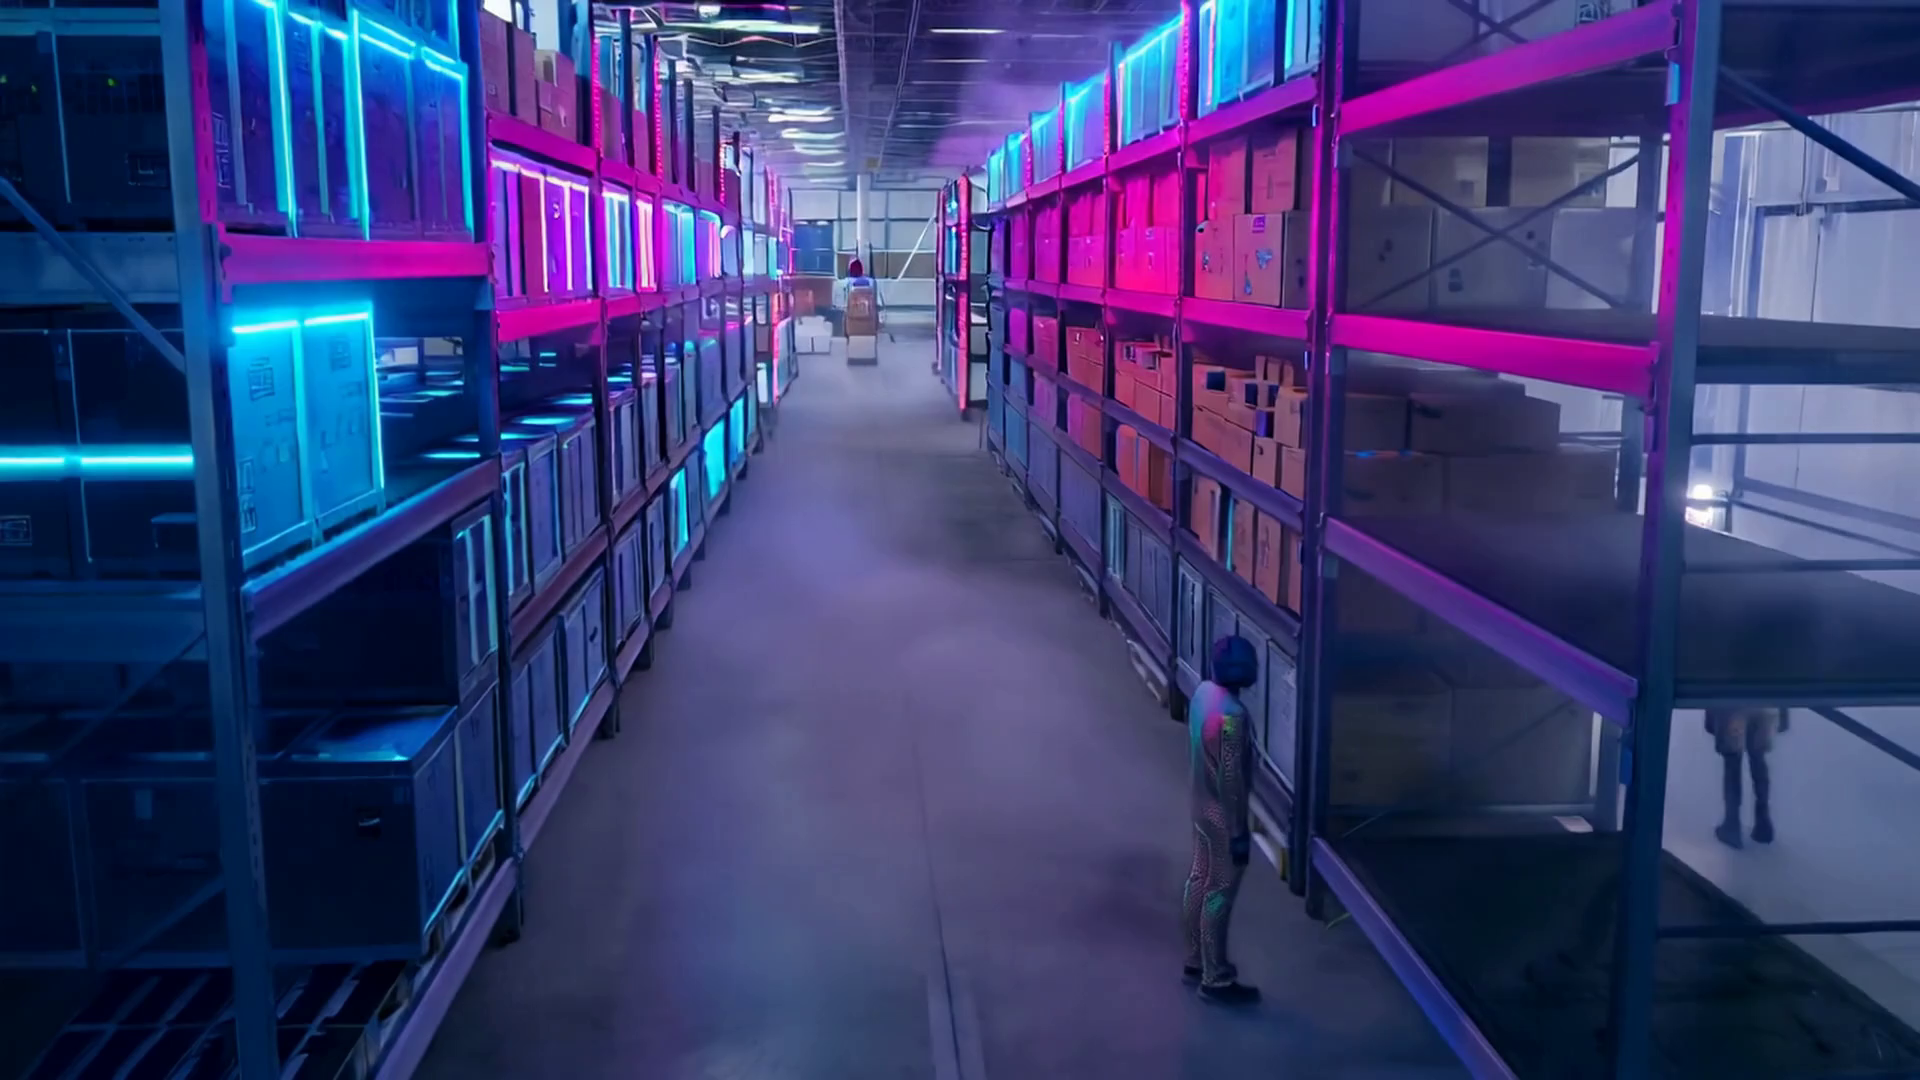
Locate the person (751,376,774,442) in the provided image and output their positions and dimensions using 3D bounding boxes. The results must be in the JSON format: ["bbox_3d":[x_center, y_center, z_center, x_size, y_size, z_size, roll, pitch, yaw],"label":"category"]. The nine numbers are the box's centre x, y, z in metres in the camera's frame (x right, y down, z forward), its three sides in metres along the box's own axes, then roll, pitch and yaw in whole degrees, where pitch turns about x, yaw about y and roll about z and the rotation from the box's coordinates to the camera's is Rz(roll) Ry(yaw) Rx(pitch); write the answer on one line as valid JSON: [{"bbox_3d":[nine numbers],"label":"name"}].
[{"bbox_3d":[-4.350,-2.958,35.101,0.673,1.893,0.647,-3,10,-18],"label":"person"}]

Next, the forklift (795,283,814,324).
[{"bbox_3d":[-7.391,-10.742,78.637,1.129,2.768,1.873,-1,10,-4],"label":"forklift"}]

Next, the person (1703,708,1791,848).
[{"bbox_3d":[5.134,1.080,10.851,0.564,1.927,0.421,0,10,1],"label":"person"}]

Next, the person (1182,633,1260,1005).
[{"bbox_3d":[1.365,1.437,8.693,0.355,1.936,0.633,-1,10,-9],"label":"person"}]

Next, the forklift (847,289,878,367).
[{"bbox_3d":[-3.601,-7.806,61.094,1.129,2.768,1.873,-1,10,-4],"label":"forklift"}]
